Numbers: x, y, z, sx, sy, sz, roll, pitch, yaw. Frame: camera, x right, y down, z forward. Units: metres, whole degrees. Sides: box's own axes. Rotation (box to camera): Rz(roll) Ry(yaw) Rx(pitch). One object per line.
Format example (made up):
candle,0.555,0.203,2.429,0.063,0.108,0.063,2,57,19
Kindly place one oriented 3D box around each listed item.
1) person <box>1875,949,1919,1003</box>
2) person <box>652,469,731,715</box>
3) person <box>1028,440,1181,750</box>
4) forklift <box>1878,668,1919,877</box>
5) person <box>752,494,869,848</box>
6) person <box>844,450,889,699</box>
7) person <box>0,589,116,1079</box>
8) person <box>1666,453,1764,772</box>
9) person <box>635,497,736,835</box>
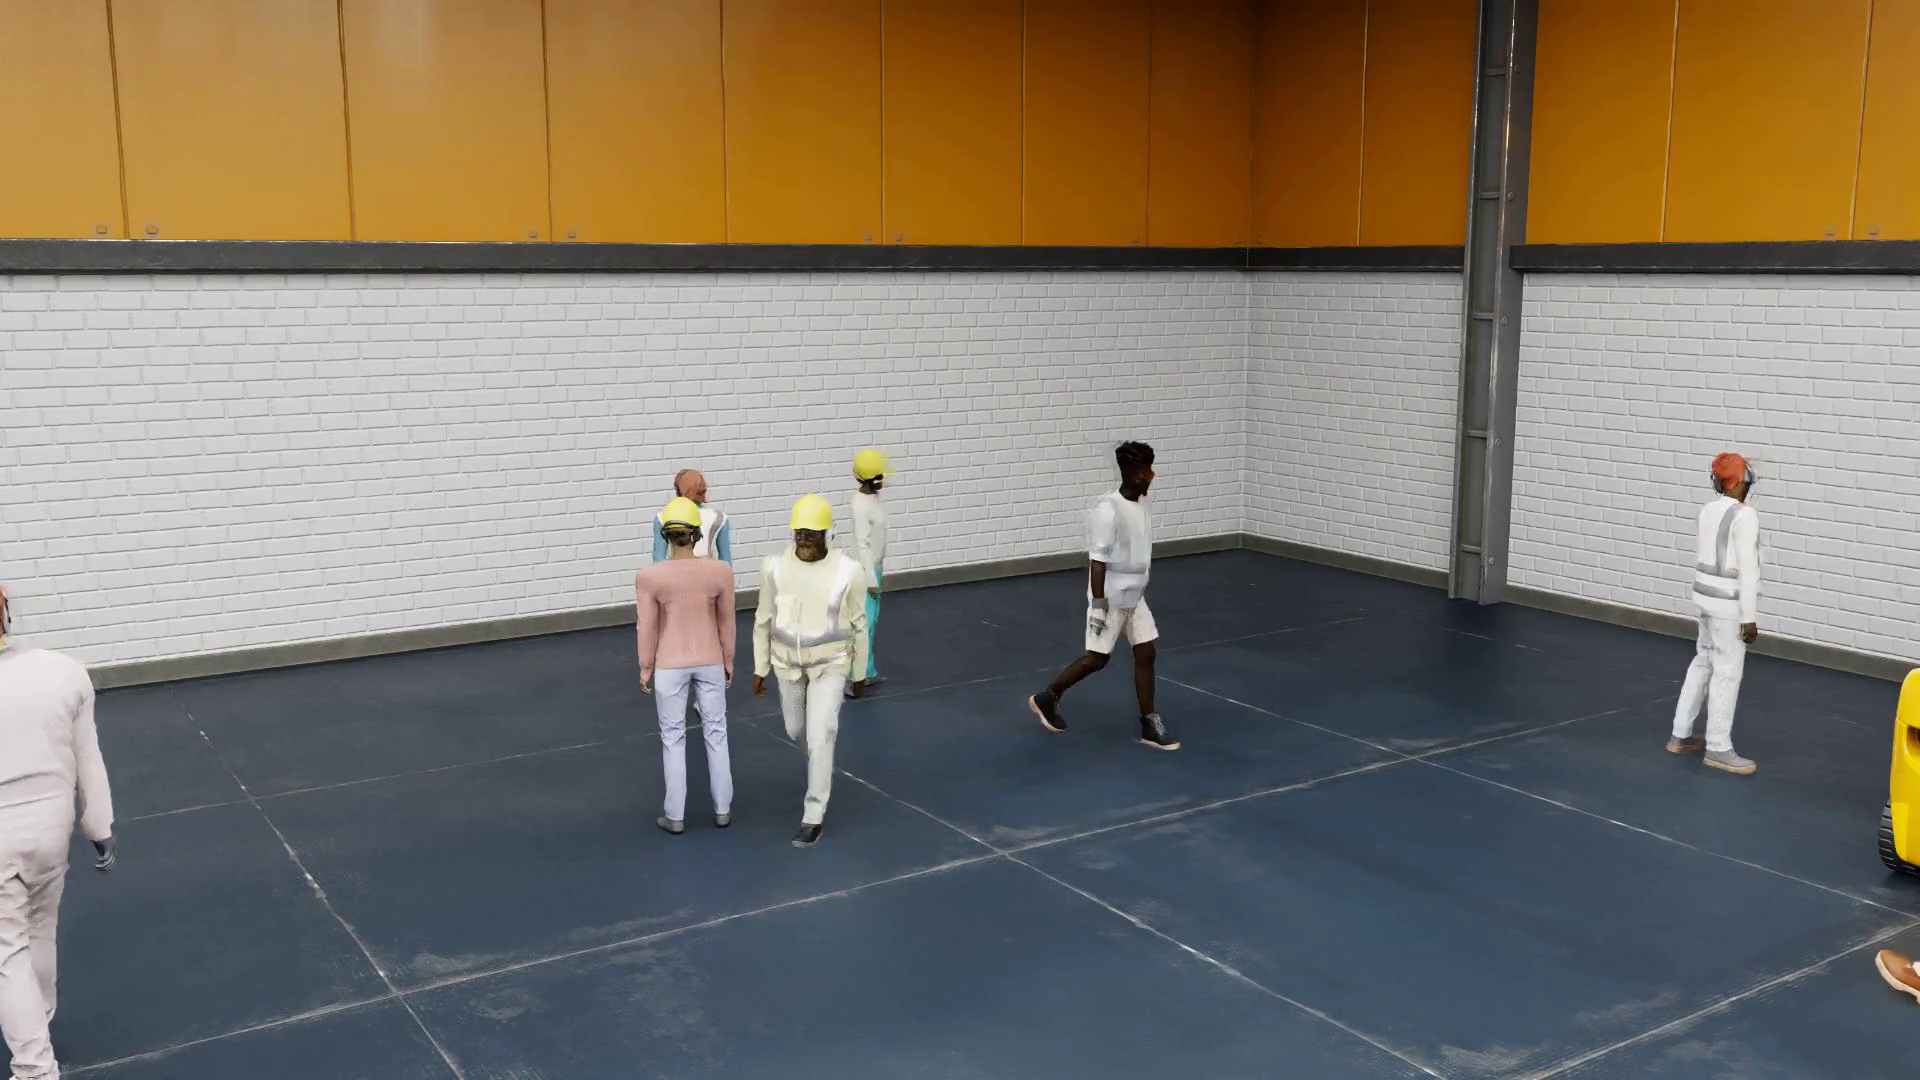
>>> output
person,4.130,0.967,6.289,0.651,1.933,1.041,-6,11,-30
person,-1.806,0.321,11.140,0.545,1.604,0.790,-3,10,-17
person,0.915,0.320,10.278,0.916,1.921,0.656,7,12,35
forklift,5.511,0.571,7.906,2.313,2.155,1.214,-6,11,-33
person,-0.769,0.626,8.781,0.587,1.802,0.888,2,10,14
person,-0.636,0.216,11.503,0.329,1.718,0.627,1,9,7
person,-3.464,1.054,5.934,0.827,1.873,0.680,7,12,38
person,4.489,0.421,9.843,0.376,1.857,0.679,0,9,1
person,-1.427,0.657,8.684,0.526,1.765,0.329,-4,10,-21
